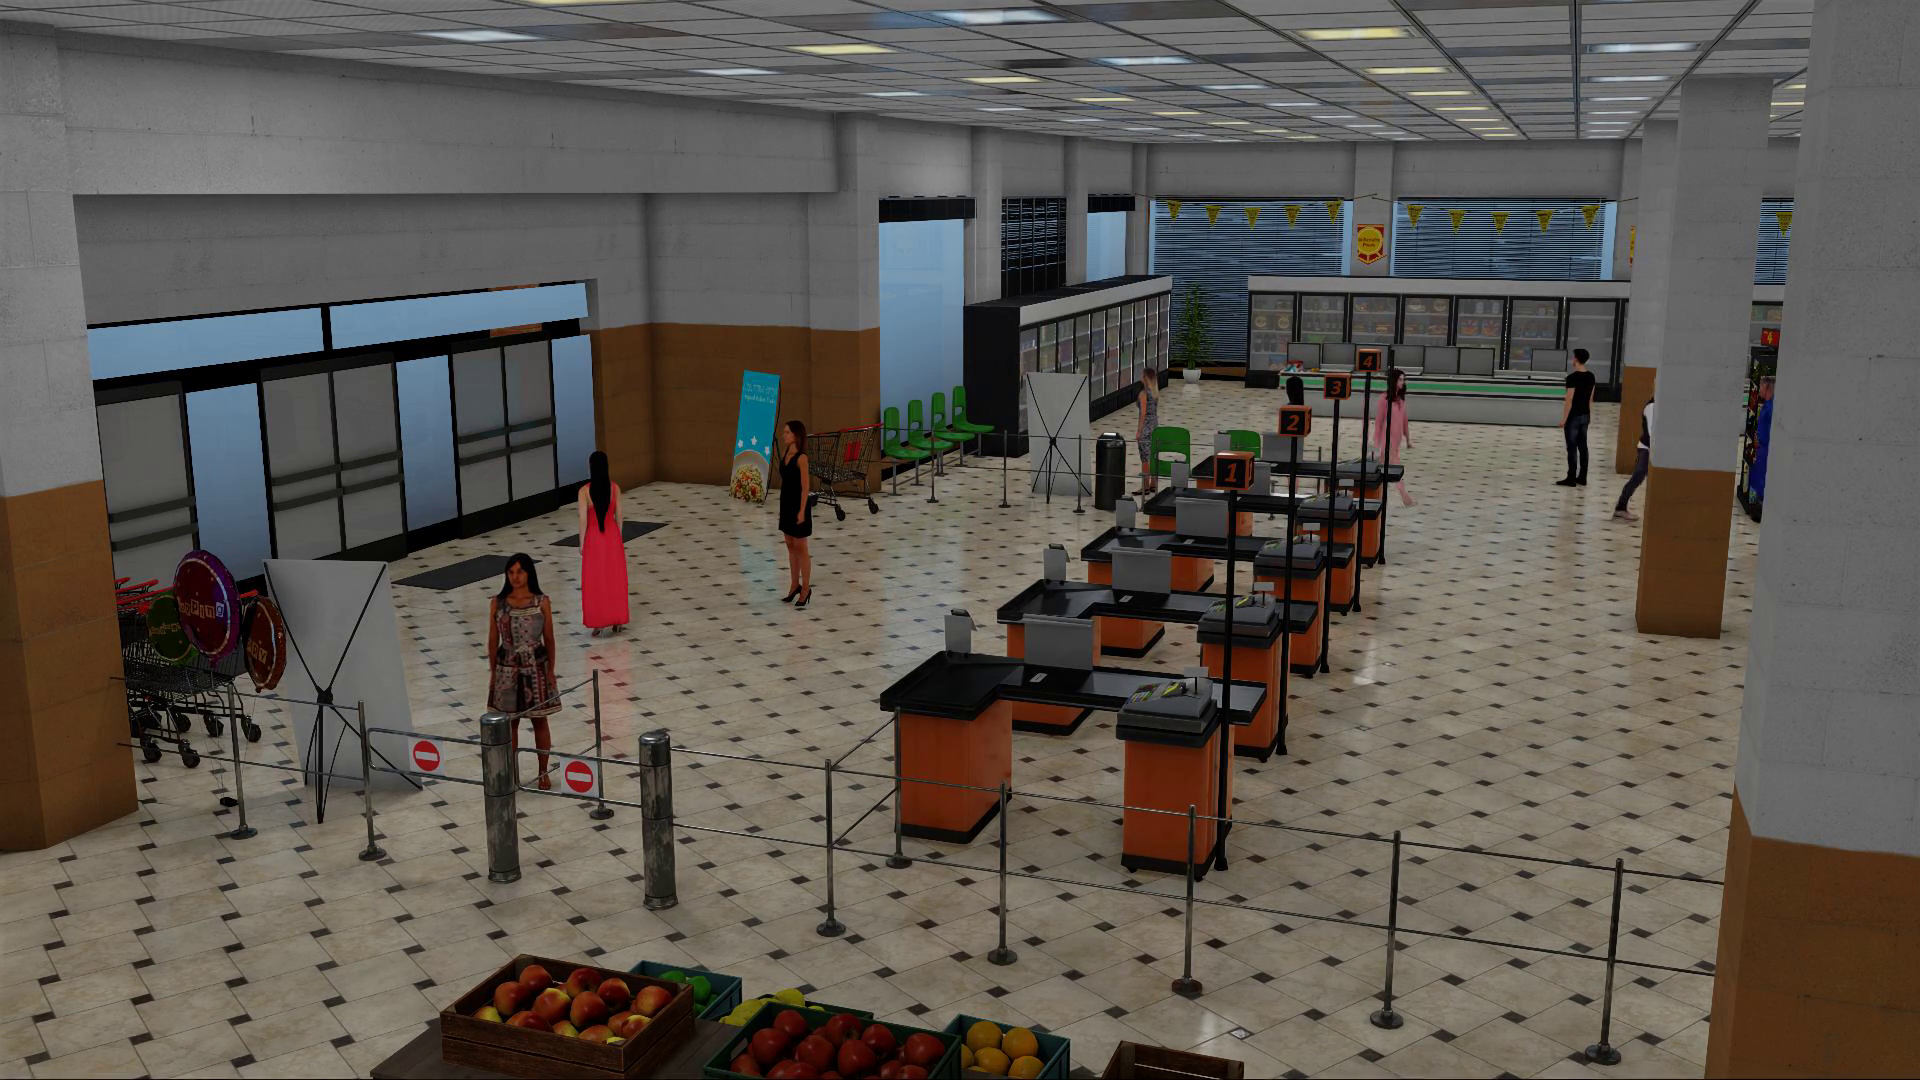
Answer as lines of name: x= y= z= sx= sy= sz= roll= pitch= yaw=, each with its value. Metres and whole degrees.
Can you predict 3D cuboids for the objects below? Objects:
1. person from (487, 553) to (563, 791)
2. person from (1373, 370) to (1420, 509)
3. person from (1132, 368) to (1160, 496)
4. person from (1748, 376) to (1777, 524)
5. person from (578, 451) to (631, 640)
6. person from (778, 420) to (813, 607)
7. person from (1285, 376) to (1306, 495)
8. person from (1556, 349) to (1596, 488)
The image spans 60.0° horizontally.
person: x=-2.971 y=0.890 z=11.328 sx=0.633 sy=1.645 sz=0.784 roll=-1 pitch=12 yaw=-5
person: x=5.444 y=-1.269 z=21.343 sx=1.061 sy=1.743 sz=1.244 roll=-9 pitch=15 yaw=-36
person: x=2.540 y=-1.468 z=22.377 sx=0.580 sy=1.706 sz=0.614 roll=8 pitch=15 yaw=35
person: x=9.976 y=-1.073 z=20.289 sx=0.678 sy=1.794 sz=0.770 roll=5 pitch=13 yaw=22
person: x=-3.264 y=0.036 z=15.181 sx=0.714 sy=1.727 sz=0.749 roll=-8 pitch=14 yaw=-33
person: x=-1.616 y=-0.265 z=16.351 sx=0.728 sy=1.835 sz=0.632 roll=-9 pitch=15 yaw=-36
person: x=4.263 y=-1.252 z=21.351 sx=0.512 sy=1.706 sz=0.588 roll=4 pitch=13 yaw=20
person: x=8.546 y=-1.698 z=23.009 sx=0.746 sy=1.895 sz=0.798 roll=-6 pitch=13 yaw=-26
